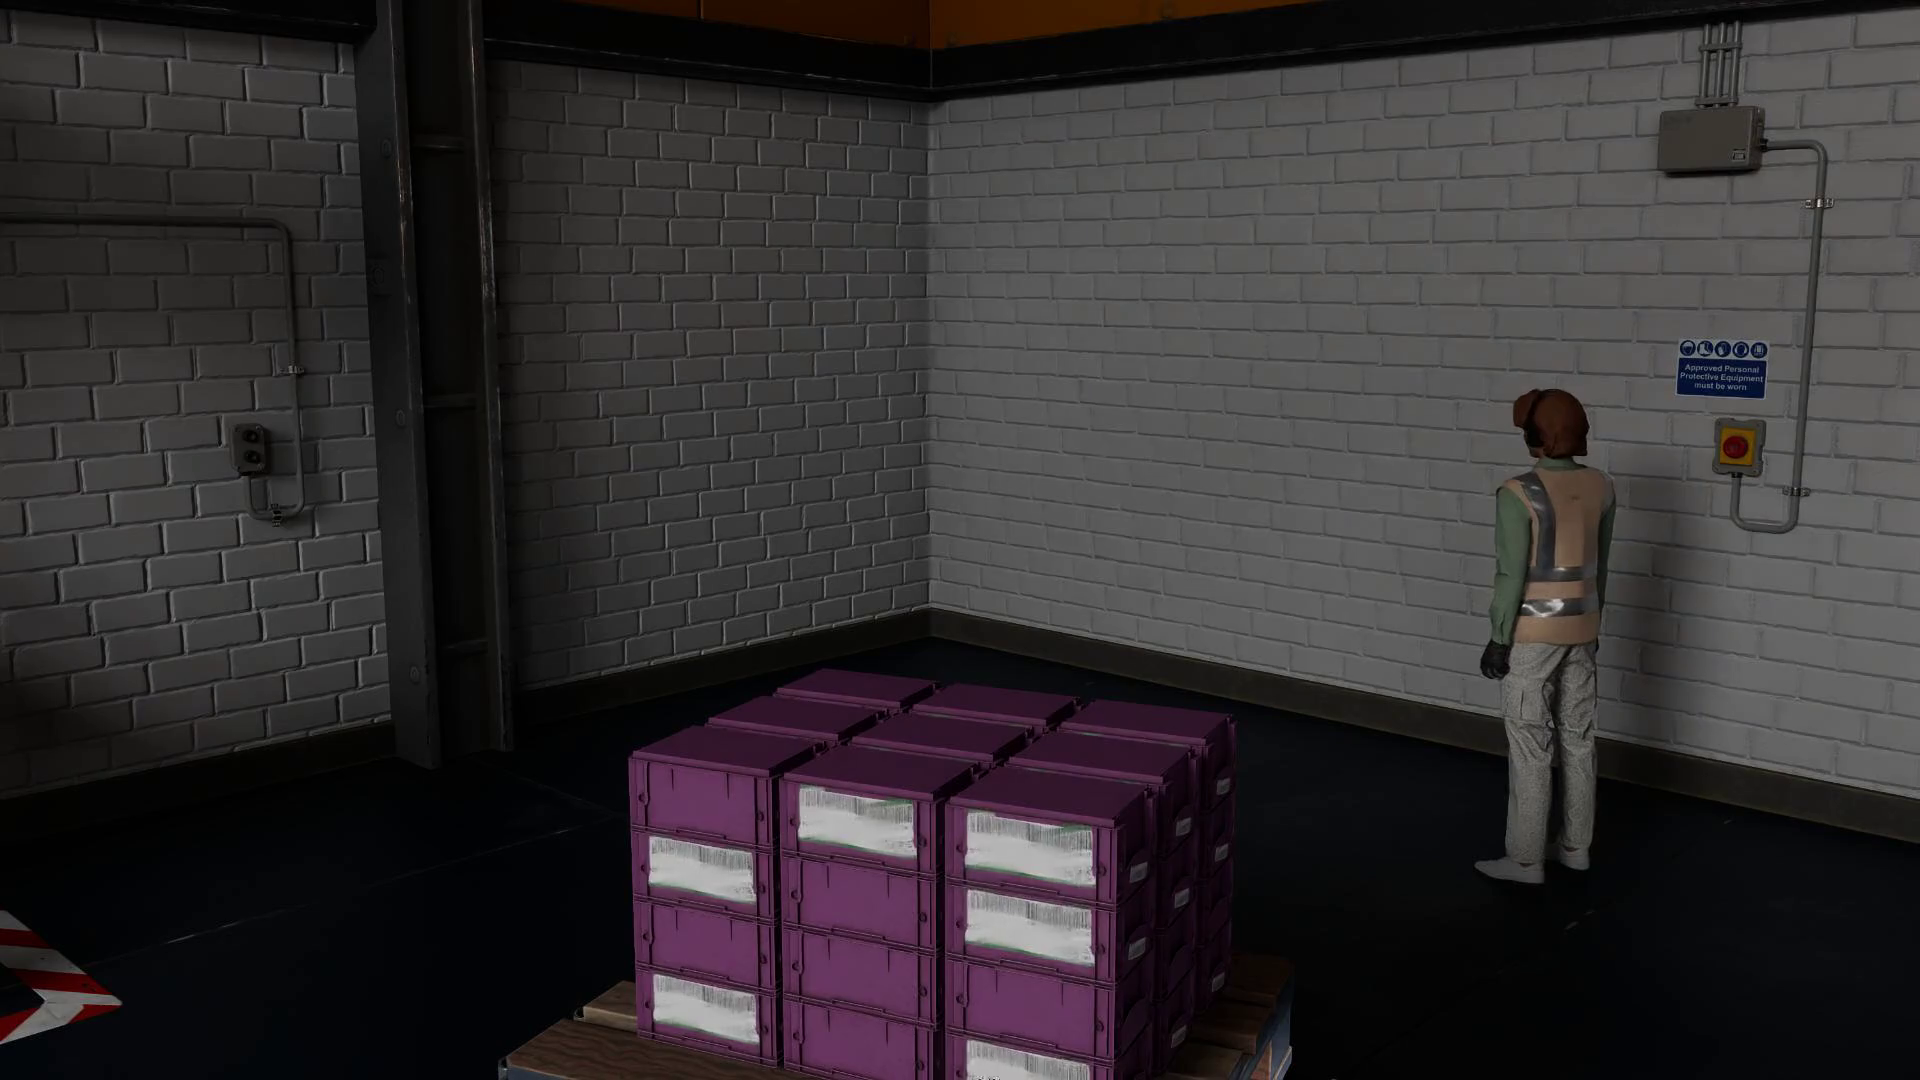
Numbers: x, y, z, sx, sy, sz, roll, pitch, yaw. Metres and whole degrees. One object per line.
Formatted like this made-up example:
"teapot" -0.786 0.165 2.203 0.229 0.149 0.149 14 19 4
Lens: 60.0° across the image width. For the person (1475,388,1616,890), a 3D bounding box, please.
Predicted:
"person" 1.924 0.324 5.463 0.523 1.636 0.310 -5 11 -30
